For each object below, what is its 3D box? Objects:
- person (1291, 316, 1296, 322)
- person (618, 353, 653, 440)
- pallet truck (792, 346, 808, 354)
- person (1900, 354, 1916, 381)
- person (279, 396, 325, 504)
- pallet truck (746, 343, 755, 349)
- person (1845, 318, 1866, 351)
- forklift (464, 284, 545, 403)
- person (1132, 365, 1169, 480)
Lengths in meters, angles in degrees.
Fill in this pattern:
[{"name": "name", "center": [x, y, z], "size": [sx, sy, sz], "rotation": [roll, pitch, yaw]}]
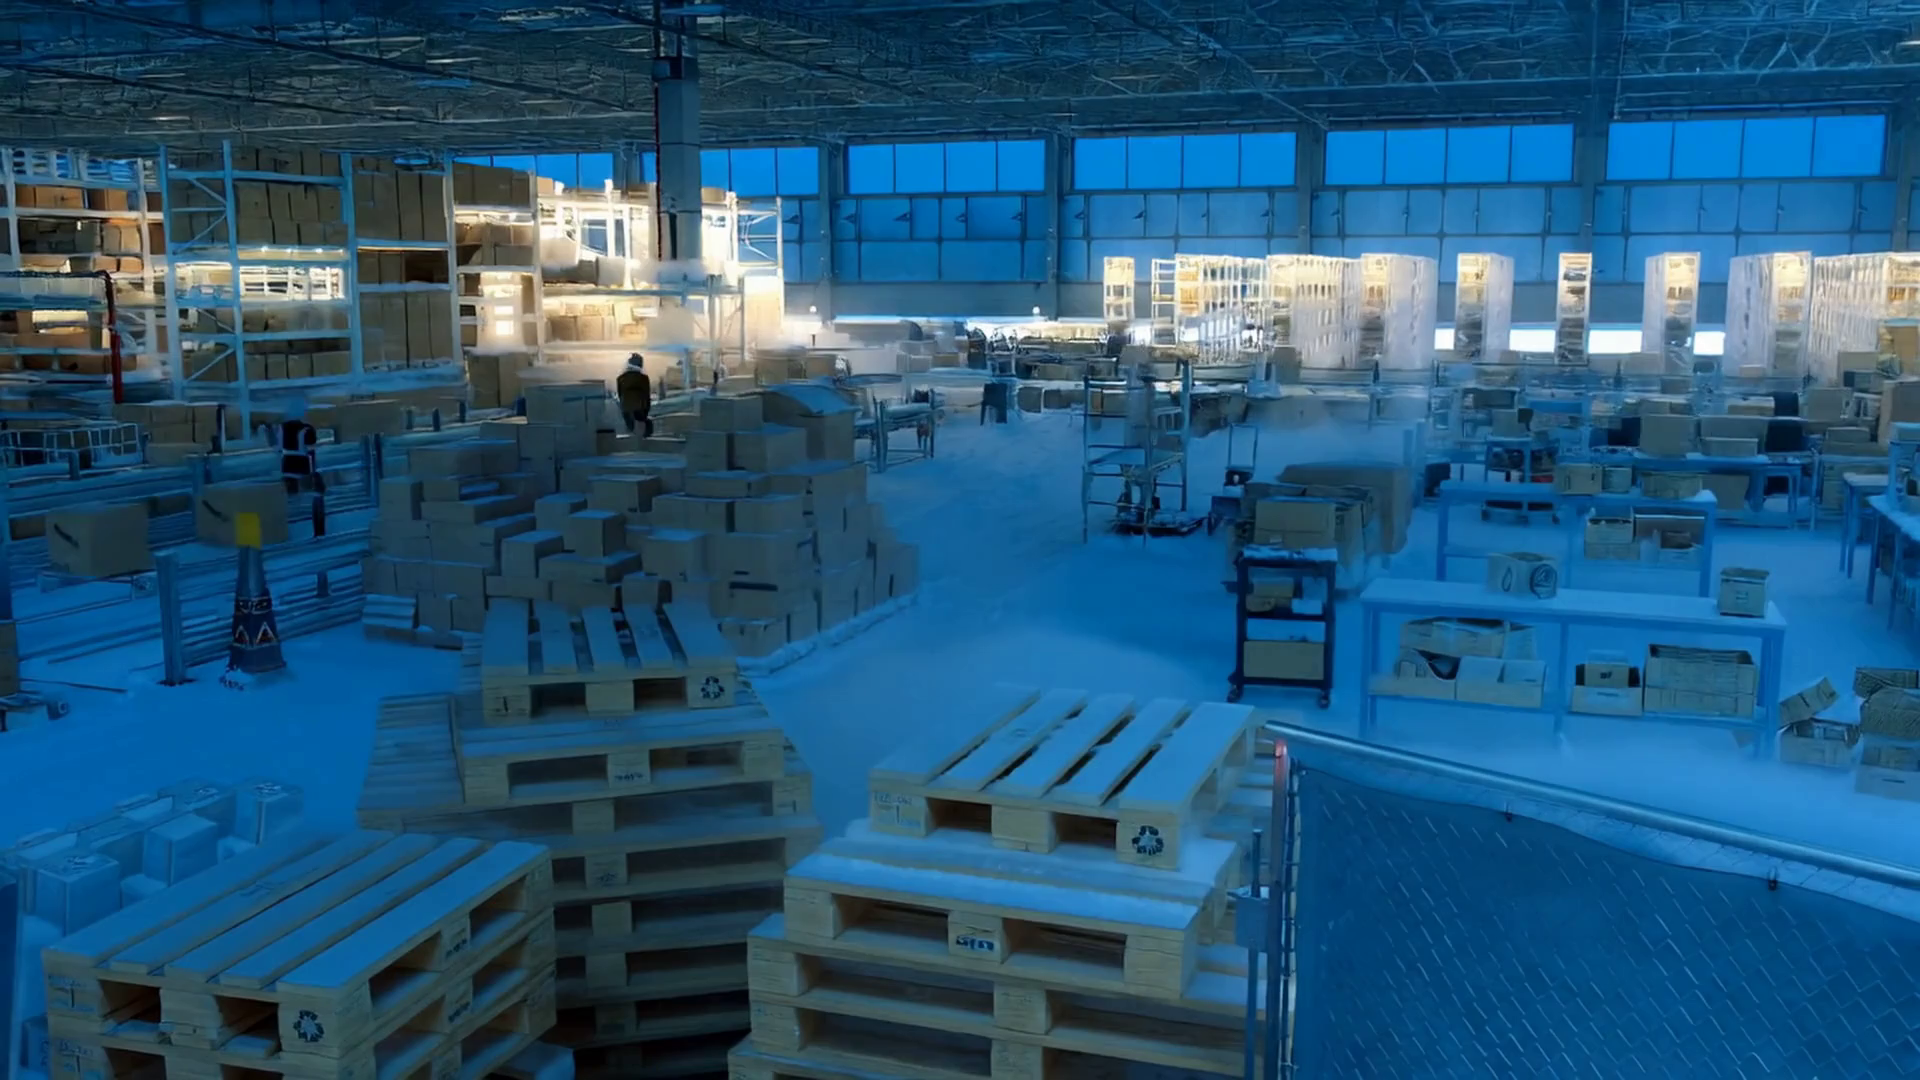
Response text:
[{"name": "person", "center": [10.659, -6.330, 52.743], "size": [0.996, 1.955, 0.610], "rotation": [0, 9, 2]}, {"name": "person", "center": [-5.083, -2.057, 26.399], "size": [0.626, 1.788, 0.889], "rotation": [4, 10, 21]}, {"name": "pallet truck", "center": [-3.705, -4.298, 42.022], "size": [0.653, 1.274, 1.630], "rotation": [3, 10, 20]}, {"name": "person", "center": [21.161, -3.793, 37.052], "size": [0.913, 1.866, 0.671], "rotation": [5, 10, 29]}, {"name": "person", "center": [-7.426, -0.799, 18.915], "size": [0.542, 1.662, 0.805], "rotation": [4, 10, 22]}, {"name": "pallet truck", "center": [-6.183, -4.618, 44.264], "size": [1.601, 1.201, 0.680], "rotation": [-9, 12, -43]}, {"name": "person", "center": [25.112, -5.300, 46.634], "size": [0.563, 1.837, 0.389], "rotation": [5, 10, 27]}, {"name": "forklift", "center": [-10.832, -4.702, 39.610], "size": [1.129, 2.768, 1.873], "rotation": [3, 10, 20]}, {"name": "person", "center": [2.785, -1.739, 24.676], "size": [0.890, 1.694, 0.526], "rotation": [-8, 12, -40]}]
